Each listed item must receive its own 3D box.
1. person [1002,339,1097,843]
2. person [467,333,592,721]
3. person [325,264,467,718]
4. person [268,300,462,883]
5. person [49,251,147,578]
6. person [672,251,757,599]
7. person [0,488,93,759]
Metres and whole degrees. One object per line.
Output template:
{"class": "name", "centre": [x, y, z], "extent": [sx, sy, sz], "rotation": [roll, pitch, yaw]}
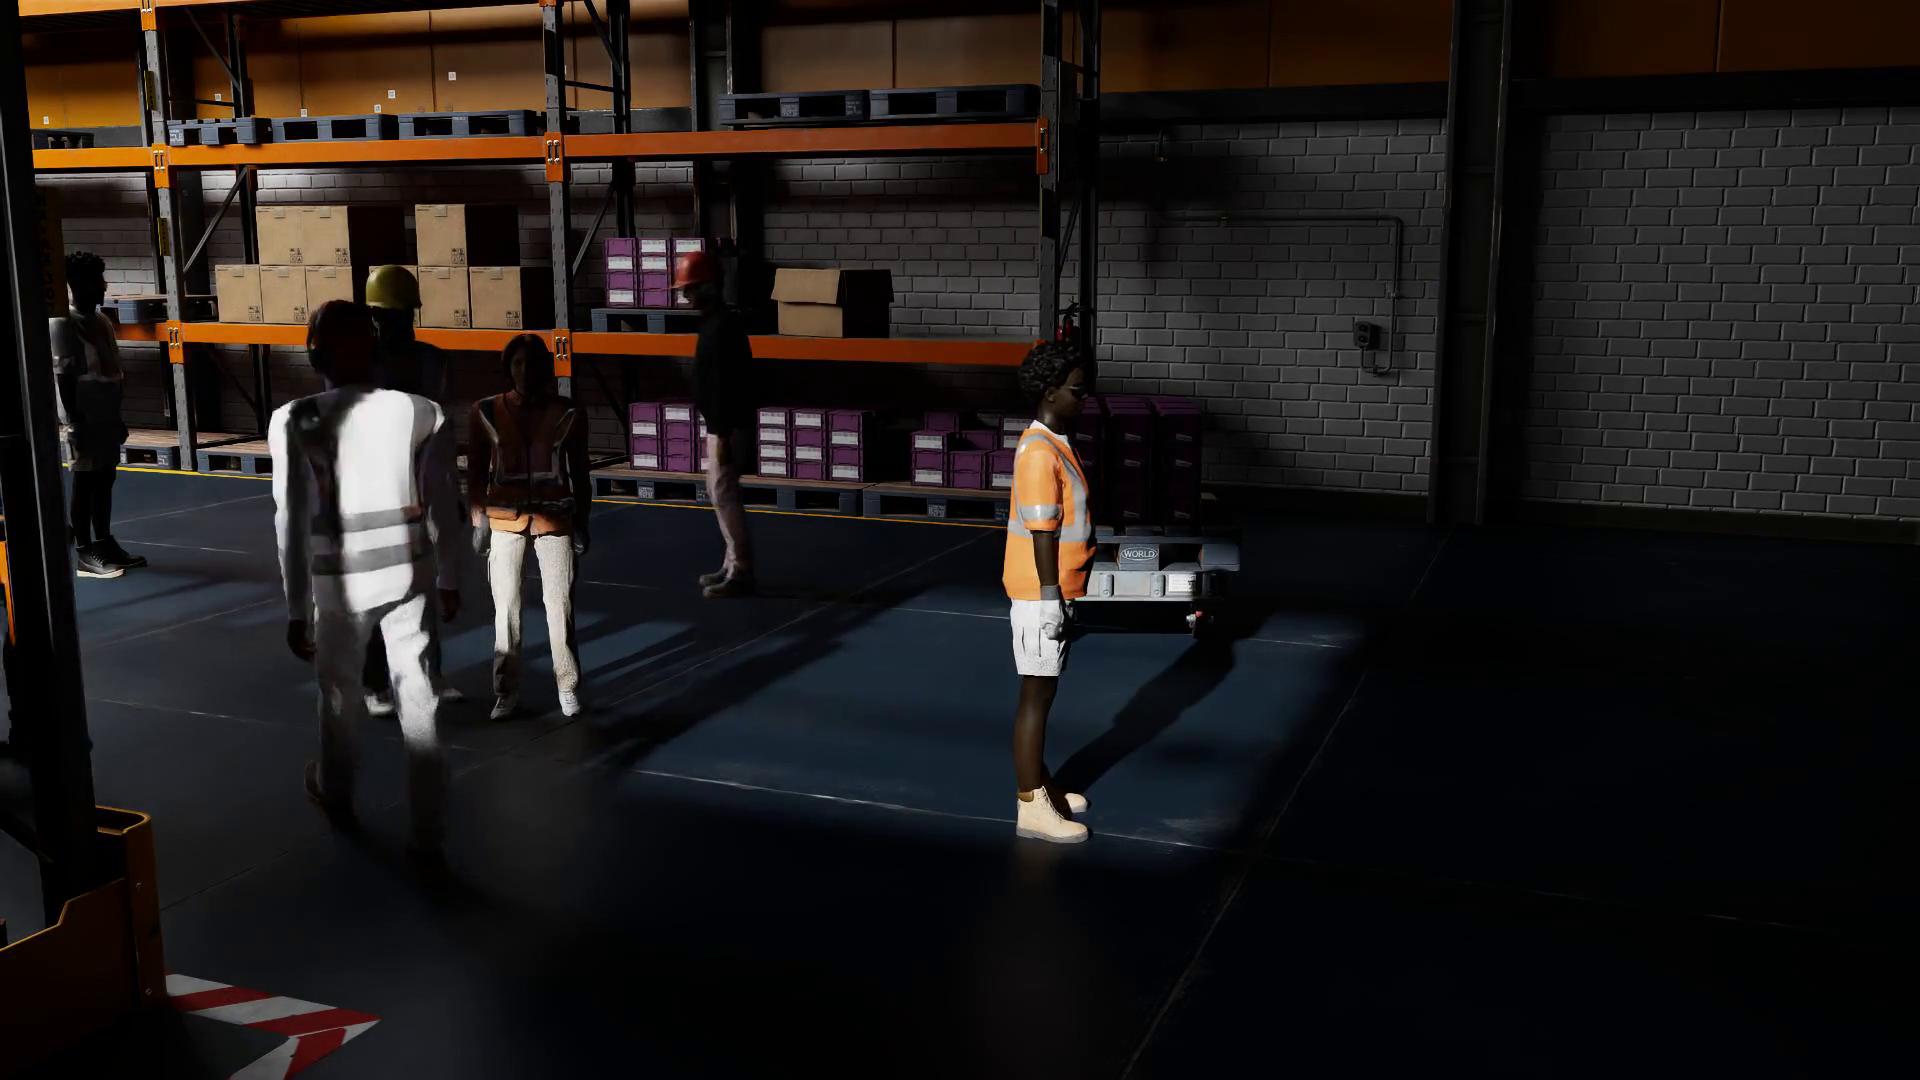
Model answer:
{"class": "person", "centre": [0.307, 0.168, 5.683], "extent": [0.318, 1.697, 0.535], "rotation": [1, 10, 5]}
{"class": "person", "centre": [-1.820, -0.055, 7.072], "extent": [0.514, 1.645, 0.308], "rotation": [-2, 10, -12]}
{"class": "person", "centre": [-2.397, -0.212, 7.156], "extent": [0.382, 1.924, 0.594], "rotation": [9, 14, 41]}
{"class": "person", "centre": [-1.947, 0.138, 5.466], "extent": [0.614, 1.825, 0.997], "rotation": [-7, 12, -34]}
{"class": "person", "centre": [-5.262, -0.760, 10.104], "extent": [0.362, 1.965, 0.611], "rotation": [-1, 10, -3]}
{"class": "person", "centre": [-1.383, -0.647, 9.464], "extent": [0.464, 1.967, 0.636], "rotation": [-3, 10, -14]}
{"class": "person", "centre": [-3.718, -0.075, 6.458], "extent": [0.734, 1.899, 0.533], "rotation": [-3, 11, -15]}
